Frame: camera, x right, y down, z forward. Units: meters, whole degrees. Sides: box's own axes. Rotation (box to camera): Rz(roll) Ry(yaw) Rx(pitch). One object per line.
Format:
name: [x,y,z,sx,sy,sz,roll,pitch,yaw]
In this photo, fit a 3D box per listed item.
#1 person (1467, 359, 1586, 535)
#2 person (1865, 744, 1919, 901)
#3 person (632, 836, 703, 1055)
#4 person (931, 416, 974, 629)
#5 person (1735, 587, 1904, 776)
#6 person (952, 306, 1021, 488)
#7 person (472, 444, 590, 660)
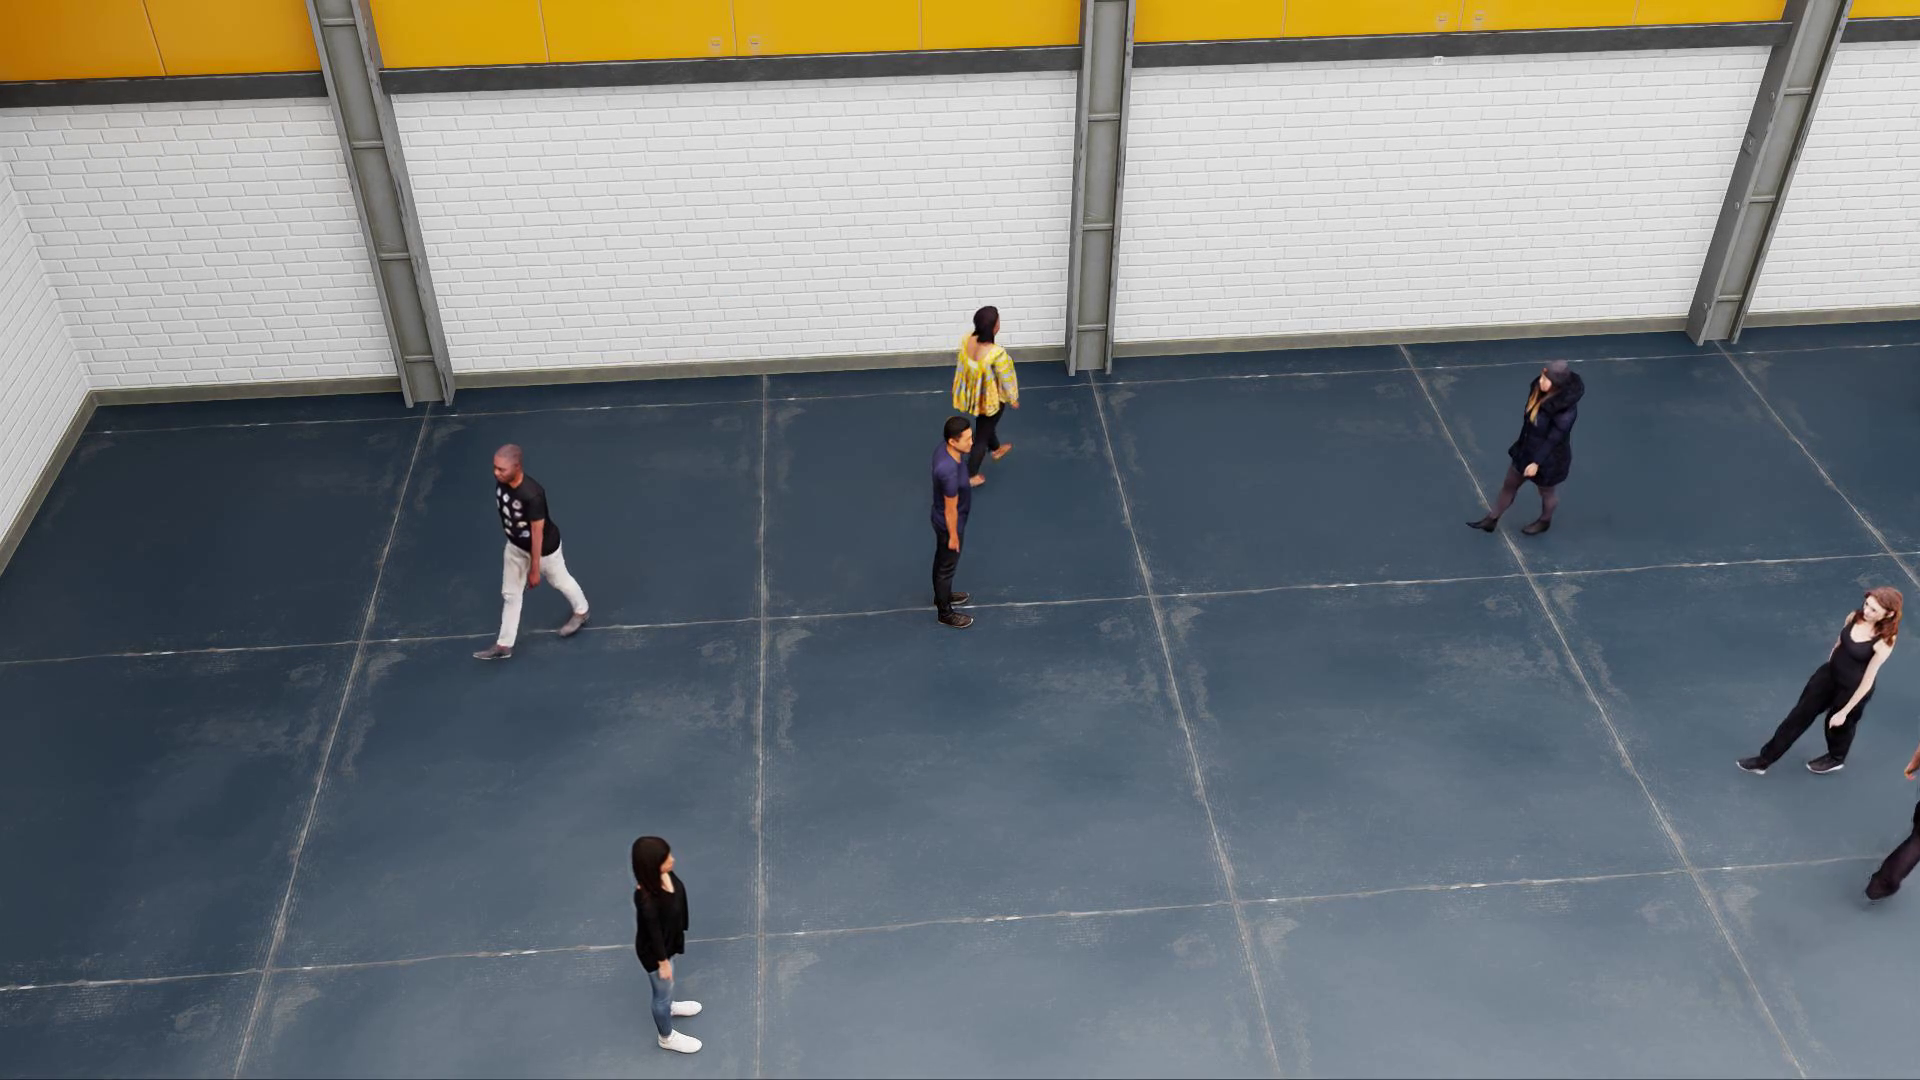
person: [4.627,-0.687,12.980,0.997,1.645,0.767,-10,40,-12]
person: [5.992,1.496,10.118,1.296,1.805,1.060,-23,44,-26]
person: [-1.680,2.235,9.321,0.514,1.646,0.554,-2,39,-2]
person: [-0.081,-0.157,12.203,0.517,1.787,0.635,-2,39,-2]
person: [5.883,0.952,10.881,1.097,1.704,0.739,-9,40,-12]
person: [0.142,-1.113,13.527,1.071,1.628,0.982,-28,46,-30]
person: [-2.992,0.033,11.991,1.183,1.754,1.232,26,46,29]
